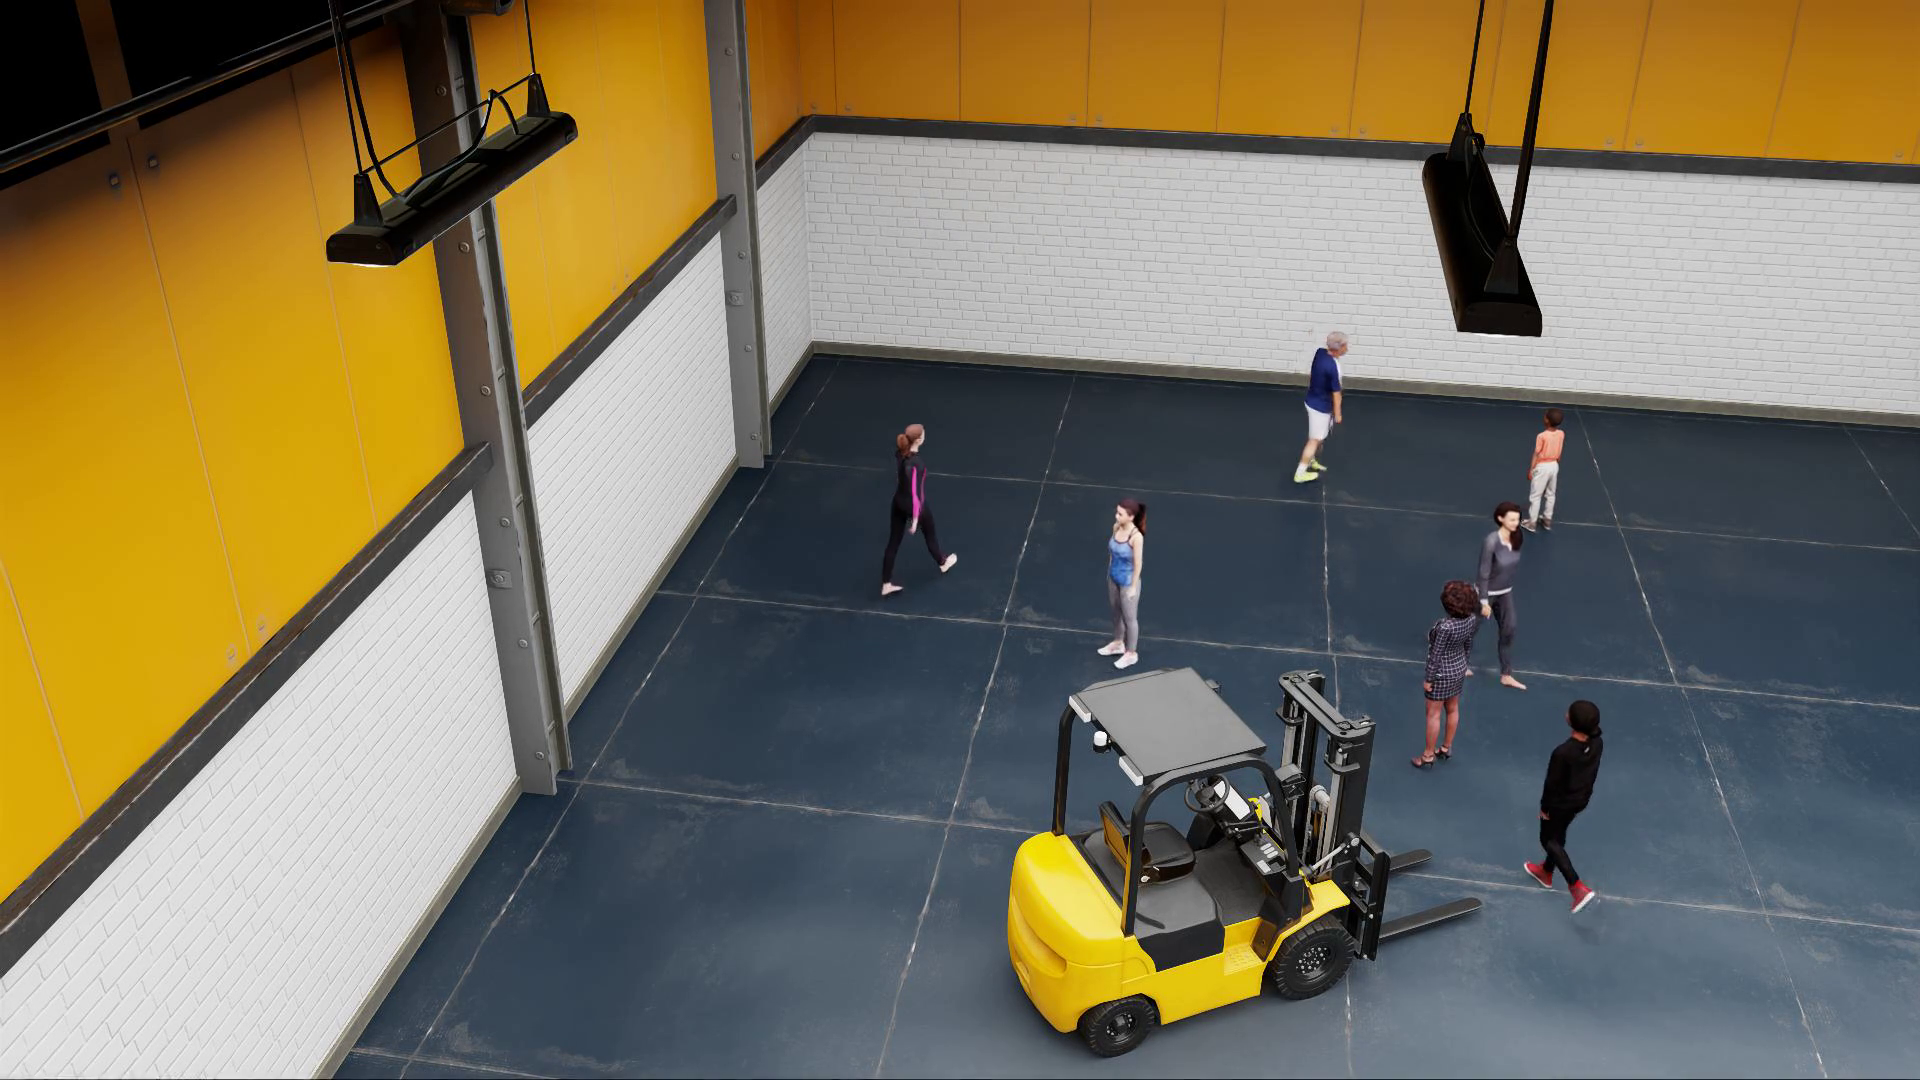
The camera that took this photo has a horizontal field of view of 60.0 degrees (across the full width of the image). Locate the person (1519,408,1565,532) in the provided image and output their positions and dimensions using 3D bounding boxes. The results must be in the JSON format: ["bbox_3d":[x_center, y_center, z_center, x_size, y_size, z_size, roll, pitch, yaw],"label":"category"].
[{"bbox_3d":[5.964,-0.722,16.917,0.557,1.306,0.582,-9,30,-15],"label":"person"}]

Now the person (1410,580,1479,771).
[{"bbox_3d":[3.871,1.076,13.208,0.695,1.701,0.754,-18,34,-30],"label":"person"}]

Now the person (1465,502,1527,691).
[{"bbox_3d":[4.522,0.424,14.364,0.977,1.737,1.049,-17,33,-29],"label":"person"}]

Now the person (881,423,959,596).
[{"bbox_3d":[-0.548,-0.249,15.637,0.969,1.702,1.184,22,36,35],"label":"person"}]

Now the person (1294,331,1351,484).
[{"bbox_3d":[3.799,-1.427,17.703,0.866,1.790,0.697,-11,31,-19],"label":"person"}]

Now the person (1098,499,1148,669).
[{"bbox_3d":[1.448,0.362,14.612,0.717,1.610,0.640,-14,32,-24],"label":"person"}]

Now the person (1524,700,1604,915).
[{"bbox_3d":[4.342,1.889,11.760,0.909,1.659,1.038,-12,31,-21],"label":"person"}]
